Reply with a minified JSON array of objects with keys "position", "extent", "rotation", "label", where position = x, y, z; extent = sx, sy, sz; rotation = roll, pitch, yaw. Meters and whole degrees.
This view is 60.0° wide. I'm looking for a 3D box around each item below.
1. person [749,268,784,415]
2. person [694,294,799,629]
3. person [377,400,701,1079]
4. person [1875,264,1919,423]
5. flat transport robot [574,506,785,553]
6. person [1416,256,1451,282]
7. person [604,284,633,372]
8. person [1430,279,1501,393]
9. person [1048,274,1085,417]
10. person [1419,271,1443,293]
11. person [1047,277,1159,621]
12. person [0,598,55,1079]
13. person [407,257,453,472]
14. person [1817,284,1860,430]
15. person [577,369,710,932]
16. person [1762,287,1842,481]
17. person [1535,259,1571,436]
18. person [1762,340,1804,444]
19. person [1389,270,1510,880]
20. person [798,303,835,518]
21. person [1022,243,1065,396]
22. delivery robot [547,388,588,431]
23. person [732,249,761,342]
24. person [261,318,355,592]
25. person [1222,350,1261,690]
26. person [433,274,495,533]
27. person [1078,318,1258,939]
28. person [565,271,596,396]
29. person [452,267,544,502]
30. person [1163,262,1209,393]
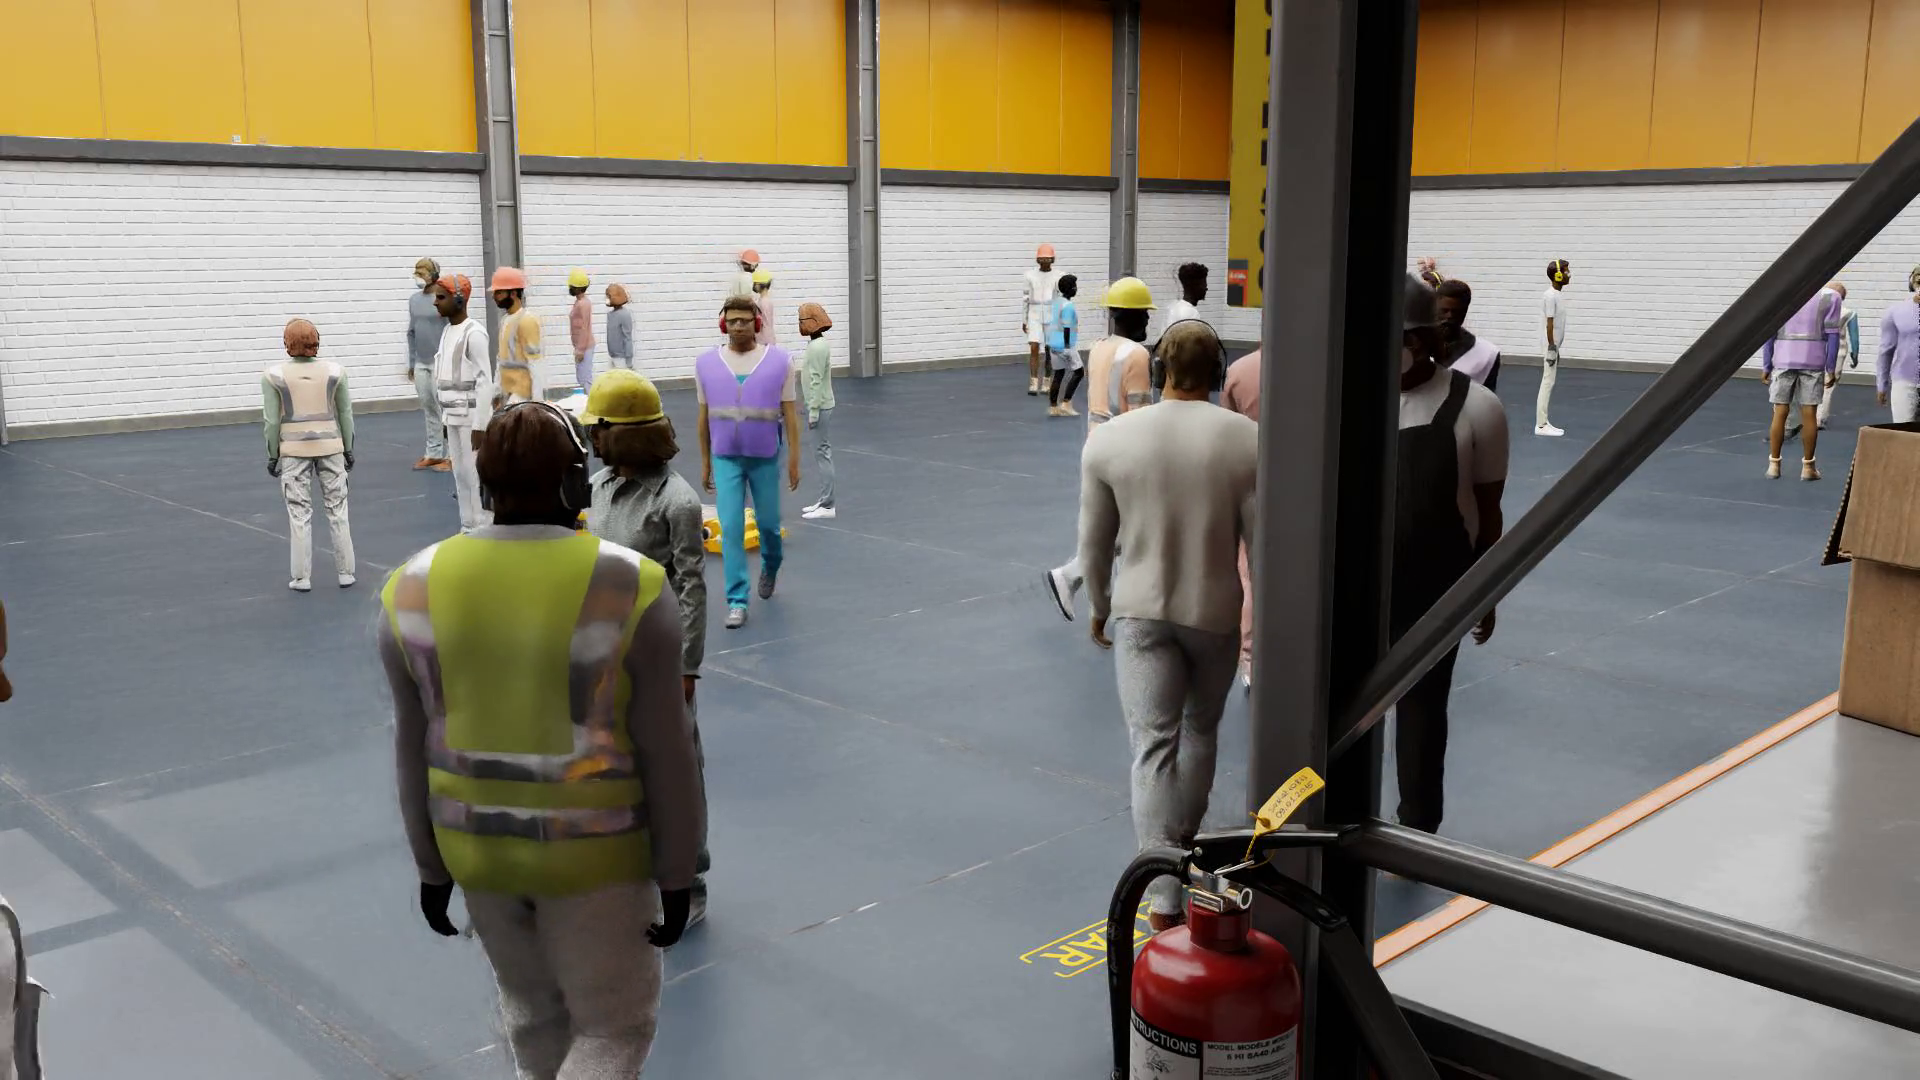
[{"position":[-2.288,-2.303,19.555],"extent":[0.467,1.785,0.528],"rotation":[-1,10,-3],"label":"person"},{"position":[-1.178,-0.466,9.301],"extent":[0.575,1.821,0.796],"rotation":[0,10,0],"label":"person"},{"position":[-0.826,0.639,3.274],"extent":[0.630,1.818,0.743],"rotation":[2,11,10],"label":"person"},{"position":[7.665,-1.251,13.289],"extent":[0.650,1.922,0.621],"rotation":[6,12,30],"label":"person"},{"position":[-2.000,-0.110,11.573],"extent":[1.431,0.197,0.652],"rotation":[5,11,24],"label":"flat transport robot"},{"position":[6.114,-2.739,21.581],"extent":[0.725,1.859,0.645],"rotation":[-9,14,-41],"label":"person"},{"position":[-3.643,-1.982,18.124],"extent":[0.593,1.616,0.500],"rotation":[-7,13,-35],"label":"person"},{"position":[2.704,-0.522,9.394],"extent":[0.627,1.892,0.703],"rotation":[4,11,21],"label":"person"},{"position":[1.247,-2.257,19.436],"extent":[0.453,1.683,0.544],"rotation":[-3,11,-16],"label":"person"},{"position":[4.245,-1.492,14.911],"extent":[0.994,1.821,0.534],"rotation":[-8,13,-37],"label":"person"},{"position":[0.835,-0.471,9.066],"extent":[0.708,1.911,0.597],"rotation":[-3,11,-17],"label":"person"},{"position":[-1.197,0.901,1.754],"extent":[0.583,1.855,0.825],"rotation":[5,12,25],"label":"person"},{"position":[-4.765,-1.590,15.087],"extent":[0.637,1.937,0.362],"rotation":[7,12,33],"label":"person"},{"position":[9.654,-2.031,18.437],"extent":[0.541,1.584,0.879],"rotation":[8,13,39],"label":"person"},{"position":[-0.976,0.350,5.056],"extent":[0.487,1.741,0.313],"rotation":[8,13,38],"label":"person"},{"position":[7.317,-1.533,14.499],"extent":[0.605,2.044,0.375],"rotation":[7,12,33],"label":"person"},{"position":[6.358,-2.054,17.798],"extent":[0.323,1.876,0.530],"rotation":[4,11,21],"label":"person"},{"position":[8.403,-1.865,16.942],"extent":[0.423,1.810,0.609],"rotation":[0,10,0],"label":"person"},{"position":[1.455,0.095,5.625],"extent":[0.688,2.000,0.536],"rotation":[5,12,26],"label":"person"},{"position":[-1.085,-0.980,12.621],"extent":[0.272,1.629,0.499],"rotation":[-1,10,-5],"label":"person"},{"position":[1.107,-2.917,22.098],"extent":[0.619,2.011,0.937],"rotation":[2,11,9],"label":"person"},{"position":[-3.933,-1.330,17.193],"extent":[0.707,0.478,0.477],"rotation":[0,10,0],"label":"delivery robot"},{"position":[-2.886,-2.891,22.176],"extent":[1.006,1.959,0.621],"rotation":[-10,14,-43],"label":"person"},{"position":[-3.894,-0.504,9.983],"extent":[0.514,1.642,0.311],"rotation":[-6,12,-29],"label":"person"},{"position":[1.563,-0.249,7.998],"extent":[0.658,1.853,0.986],"rotation":[4,11,19],"label":"person"},{"position":[-3.215,-0.775,10.797],"extent":[0.338,1.882,0.583],"rotation":[-8,13,-36],"label":"person"},{"position":[0.696,0.241,5.287],"extent":[0.641,1.865,1.078],"rotation":[1,10,6],"label":"person"},{"position":[-4.277,-2.165,18.801],"extent":[0.326,1.734,0.642],"rotation":[-3,11,-17],"label":"person"},{"position":[-3.517,-1.168,12.940],"extent":[0.961,1.881,0.561],"rotation":[-6,12,-28],"label":"person"},{"position":[1.886,-1.365,13.943],"extent":[1.023,1.916,0.620],"rotation":[0,10,0],"label":"person"}]
